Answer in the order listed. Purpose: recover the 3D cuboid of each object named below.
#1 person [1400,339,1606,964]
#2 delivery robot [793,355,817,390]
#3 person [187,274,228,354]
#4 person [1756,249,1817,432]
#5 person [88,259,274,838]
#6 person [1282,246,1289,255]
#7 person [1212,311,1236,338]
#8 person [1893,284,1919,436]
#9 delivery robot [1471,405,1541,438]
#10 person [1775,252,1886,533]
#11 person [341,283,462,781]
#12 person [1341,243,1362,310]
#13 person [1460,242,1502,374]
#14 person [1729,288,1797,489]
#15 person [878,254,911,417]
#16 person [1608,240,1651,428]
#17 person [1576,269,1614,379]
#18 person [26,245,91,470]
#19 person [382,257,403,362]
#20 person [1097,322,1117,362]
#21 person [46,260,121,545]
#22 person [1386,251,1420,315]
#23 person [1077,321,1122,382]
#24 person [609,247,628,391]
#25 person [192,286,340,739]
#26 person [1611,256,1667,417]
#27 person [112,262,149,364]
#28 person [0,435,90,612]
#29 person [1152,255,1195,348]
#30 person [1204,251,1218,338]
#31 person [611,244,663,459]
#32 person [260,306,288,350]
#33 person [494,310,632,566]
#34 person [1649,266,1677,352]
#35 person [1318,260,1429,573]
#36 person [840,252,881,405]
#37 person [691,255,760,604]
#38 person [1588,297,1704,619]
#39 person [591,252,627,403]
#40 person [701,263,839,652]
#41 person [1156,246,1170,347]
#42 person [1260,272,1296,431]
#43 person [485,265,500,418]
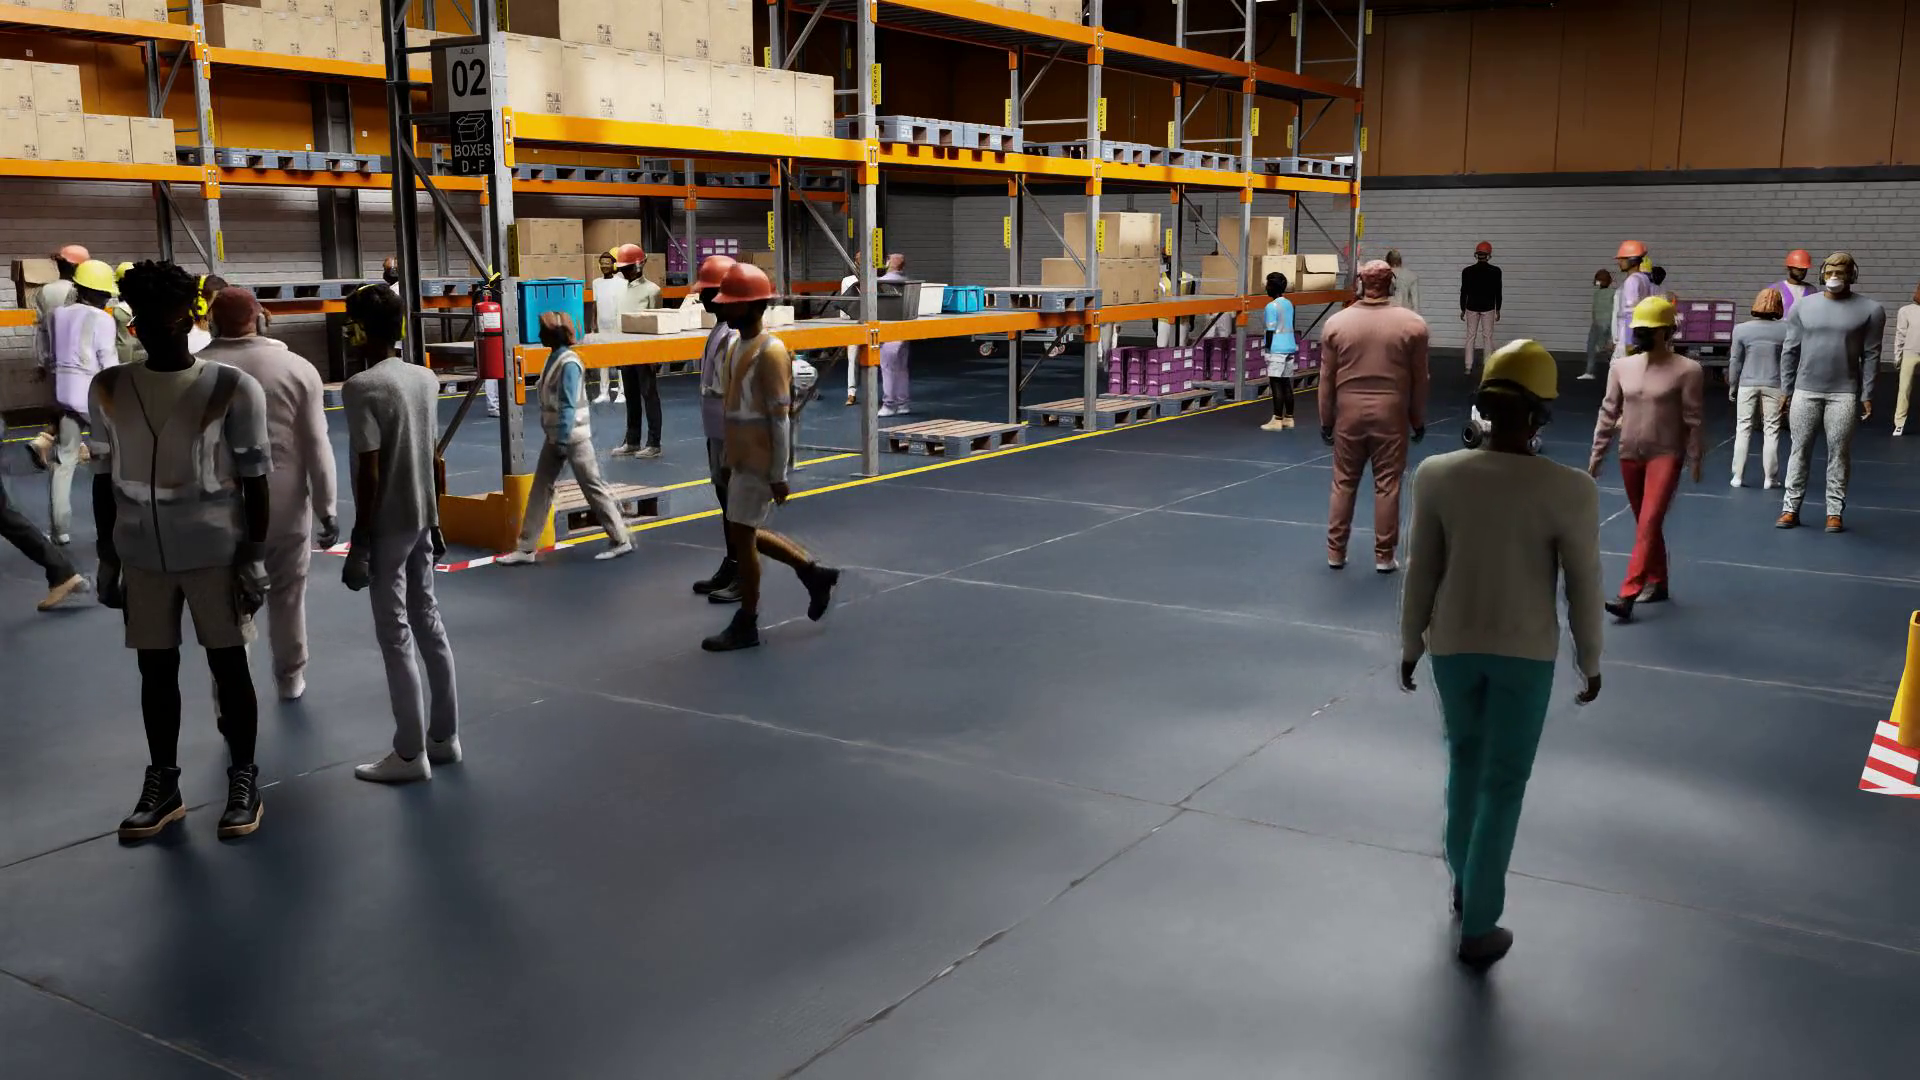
[{"bbox_3d":[1.576,0.303,4.780,0.541,1.744,0.682,8,13,38],"label":"person"},{"bbox_3d":[-2.043,-2.119,21.231,0.477,0.478,0.707,-3,11,-15],"label":"delivery robot"},{"bbox_3d":[-4.414,-0.606,9.575,0.831,1.841,0.510,-3,11,-14],"label":"person"},{"bbox_3d":[8.697,-2.072,17.438,0.548,1.927,0.411,0,10,-2],"label":"person"},{"bbox_3d":[-2.633,0.041,5.629,0.602,1.958,0.369,0,10,-2],"label":"person"},{"bbox_3d":[5.159,-3.768,26.826,0.425,1.921,0.579,2,10,9],"label":"person"},{"bbox_3d":[3.880,-3.383,24.848,0.719,1.867,0.591,-3,11,-16],"label":"person"},{"bbox_3d":[9.902,-1.868,17.135,0.500,1.628,0.277,5,11,26],"label":"person"},{"bbox_3d":[5.259,-1.176,16.004,0.477,0.478,0.707,-4,11,-22],"label":"delivery robot"},{"bbox_3d":[6.037,-1.022,11.577,0.627,1.941,0.371,7,12,33],"label":"person"},{"bbox_3d":[-2.123,-0.022,6.243,0.313,1.864,0.530,3,11,17],"label":"person"},{"bbox_3d":[5.964,-3.571,25.597,0.646,1.967,0.641,3,11,16],"label":"person"},{"bbox_3d":[7.853,-3.487,25.076,0.611,1.996,0.379,5,11,26],"label":"person"},{"bbox_3d":[6.547,-1.232,13.588,0.502,1.633,0.280,6,12,30],"label":"person"},{"bbox_3d":[-0.820,-2.359,19.212,0.406,1.865,0.798,8,13,38],"label":"person"},{"bbox_3d":[7.202,-2.180,17.771,0.542,2.025,0.612,7,13,36],"label":"person"},{"bbox_3d":[9.391,-3.133,24.189,0.638,1.609,0.508,-1,10,-7],"label":"person"},{"bbox_3d":[-7.949,-1.601,14.684,0.616,1.988,0.856,5,11,24],"label":"person"},{"bbox_3d":[-5.985,-2.093,17.780,0.429,1.841,0.633,-2,10,-9],"label":"person"},{"bbox_3d":[2.396,-3.939,27.740,0.634,1.937,0.355,-5,11,-25],"label":"person"},{"bbox_3d":[-5.807,-0.915,11.139,0.663,1.880,0.636,4,11,20],"label":"person"},{"bbox_3d":[6.288,-3.226,24.005,0.660,1.883,1.013,2,10,12],"label":"person"},{"bbox_3d":[1.950,-3.072,23.285,0.622,1.807,0.431,3,11,16],"label":"person"},{"bbox_3d":[-4.540,-2.953,22.315,0.385,1.922,0.594,2,10,11],"label":"person"},{"bbox_3d":[-2.957,-0.132,6.950,0.672,1.848,0.987,-3,11,-18],"label":"person"},{"bbox_3d":[7.745,-2.307,18.978,0.590,1.837,0.403,5,11,25],"label":"person"},{"bbox_3d":[-7.109,-1.475,14.378,0.404,1.832,0.595,1,10,5],"label":"person"},{"bbox_3d":[-5.246,-0.455,8.866,0.965,1.798,0.564,-3,11,-15],"label":"person"},{"bbox_3d":[2.969,-3.054,23.131,0.628,1.837,0.429,0,10,-1],"label":"person"},{"bbox_3d":[4.281,-3.930,27.963,0.429,1.839,0.634,3,11,16],"label":"person"},{"bbox_3d":[-3.010,-1.746,15.462,0.611,1.985,0.393,8,13,38],"label":"person"},{"bbox_3d":[-4.722,-0.769,11.065,0.555,1.612,0.521,6,12,31],"label":"person"},{"bbox_3d":[-2.459,-0.633,10.370,0.855,1.592,0.532,-6,12,-31],"label":"person"},{"bbox_3d":[8.628,-2.552,20.724,0.542,1.695,0.316,2,10,13],"label":"person"},{"bbox_3d":[2.509,-0.743,10.137,0.649,1.906,0.418,4,11,21],"label":"person"},{"bbox_3d":[-1.184,-2.591,20.423,0.572,1.883,0.354,0,10,-1],"label":"person"},{"bbox_3d":[-1.315,-0.617,9.331,0.352,1.940,0.545,-4,11,-23],"label":"person"},{"bbox_3d":[3.706,-0.449,9.016,0.916,1.714,0.552,-8,13,-38],"label":"person"},{"bbox_3d":[-4.364,-2.635,20.688,0.531,1.876,0.322,3,11,16],"label":"person"},{"bbox_3d":[-0.948,-0.415,8.278,0.708,1.915,0.552,-5,11,-27],"label":"person"},{"bbox_3d":[3.624,-4.198,29.174,0.543,1.939,0.371,5,11,24],"label":"person"},{"bbox_3d":[3.394,-2.003,17.718,0.323,1.689,0.537,8,13,36],"label":"person"},{"bbox_3d":[-5.300,-2.285,19.070,0.329,1.762,0.523,-1,10,-5],"label":"person"}]
